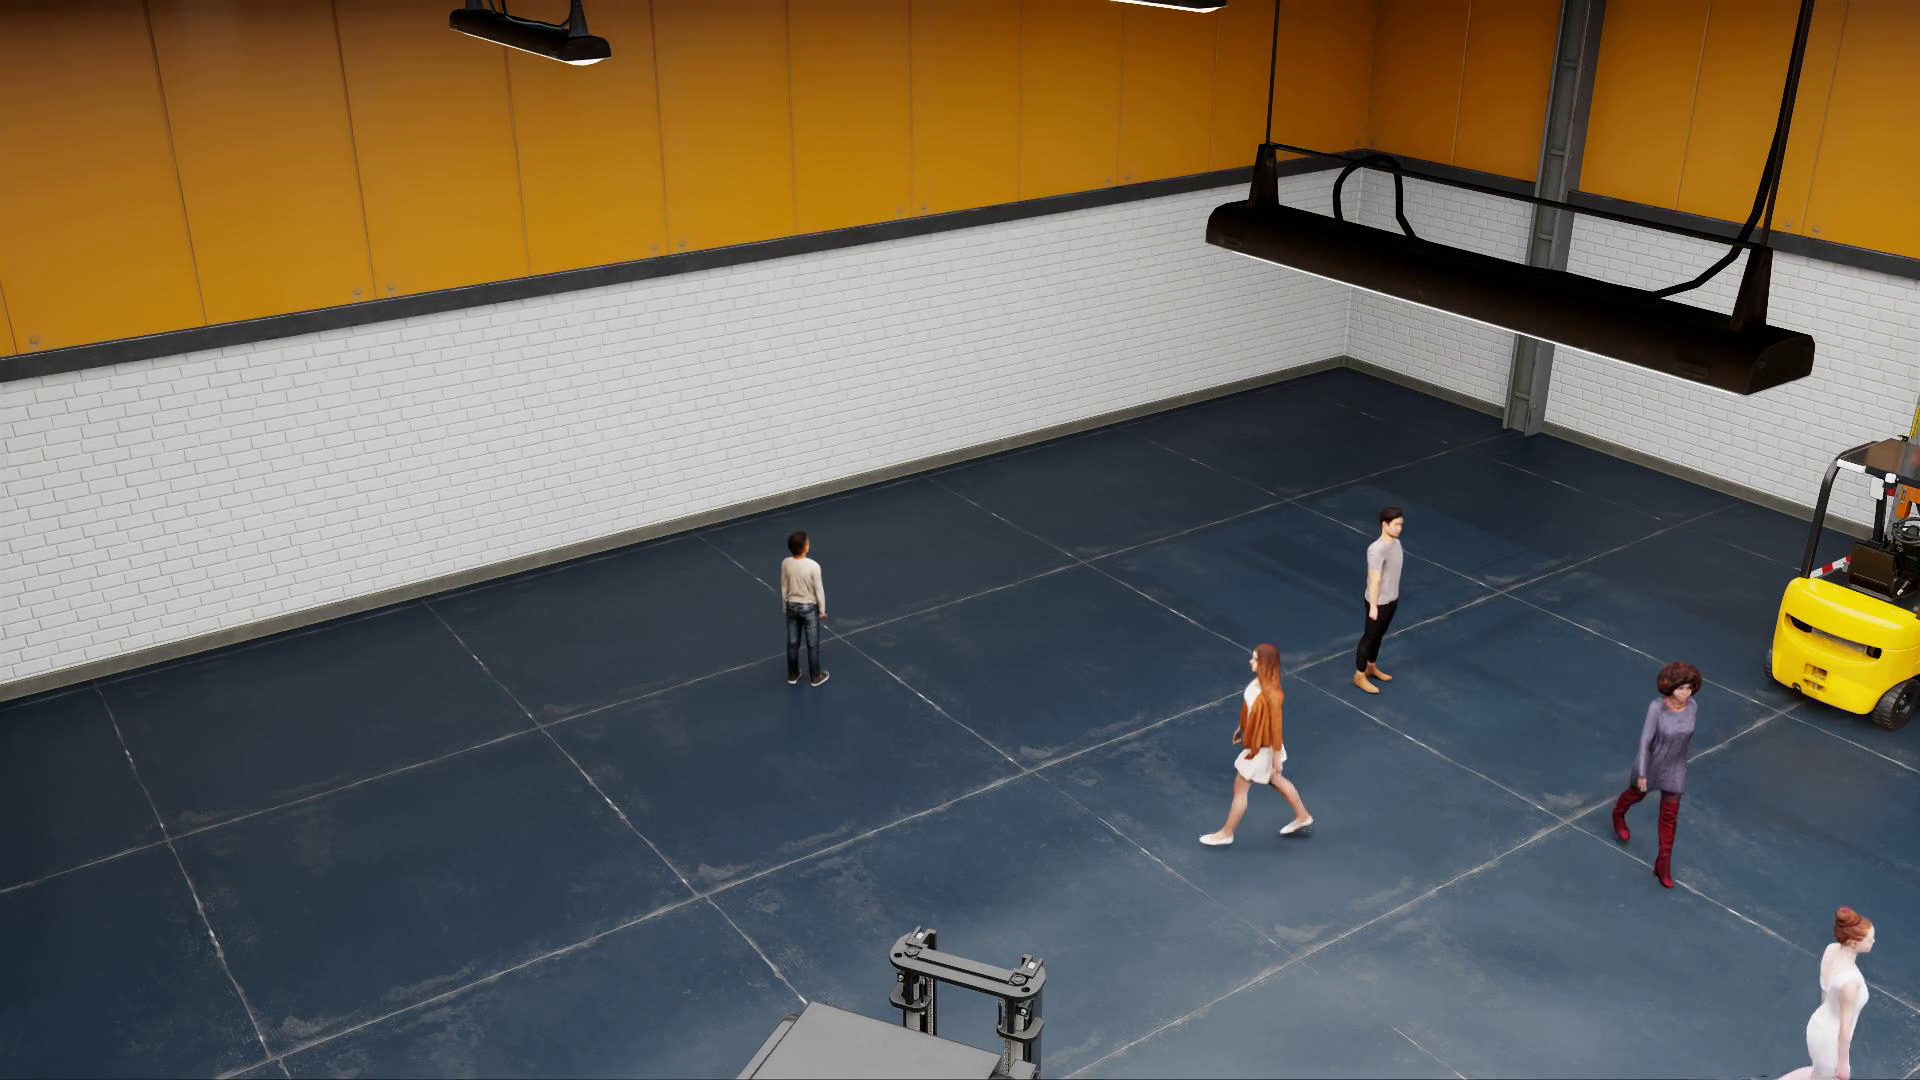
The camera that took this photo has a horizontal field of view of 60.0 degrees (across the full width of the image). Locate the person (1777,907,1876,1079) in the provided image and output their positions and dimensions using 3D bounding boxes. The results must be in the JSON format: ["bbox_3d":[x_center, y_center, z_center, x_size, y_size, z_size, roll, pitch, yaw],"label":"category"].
[{"bbox_3d":[4.773,2.816,9.353,0.903,1.780,0.813,7,25,16],"label":"person"}]

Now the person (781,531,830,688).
[{"bbox_3d":[-1.410,0.608,14.798,0.612,1.463,0.691,7,24,15],"label":"person"}]

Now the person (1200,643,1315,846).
[{"bbox_3d":[2.345,1.530,12.416,1.081,1.682,1.127,0,24,0],"label":"person"}]

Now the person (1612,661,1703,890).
[{"bbox_3d":[5.084,1.627,12.201,0.947,1.676,1.158,-2,24,-5],"label":"person"}]

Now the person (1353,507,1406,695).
[{"bbox_3d":[3.732,0.497,14.737,0.620,1.717,0.662,17,29,34],"label":"person"}]
